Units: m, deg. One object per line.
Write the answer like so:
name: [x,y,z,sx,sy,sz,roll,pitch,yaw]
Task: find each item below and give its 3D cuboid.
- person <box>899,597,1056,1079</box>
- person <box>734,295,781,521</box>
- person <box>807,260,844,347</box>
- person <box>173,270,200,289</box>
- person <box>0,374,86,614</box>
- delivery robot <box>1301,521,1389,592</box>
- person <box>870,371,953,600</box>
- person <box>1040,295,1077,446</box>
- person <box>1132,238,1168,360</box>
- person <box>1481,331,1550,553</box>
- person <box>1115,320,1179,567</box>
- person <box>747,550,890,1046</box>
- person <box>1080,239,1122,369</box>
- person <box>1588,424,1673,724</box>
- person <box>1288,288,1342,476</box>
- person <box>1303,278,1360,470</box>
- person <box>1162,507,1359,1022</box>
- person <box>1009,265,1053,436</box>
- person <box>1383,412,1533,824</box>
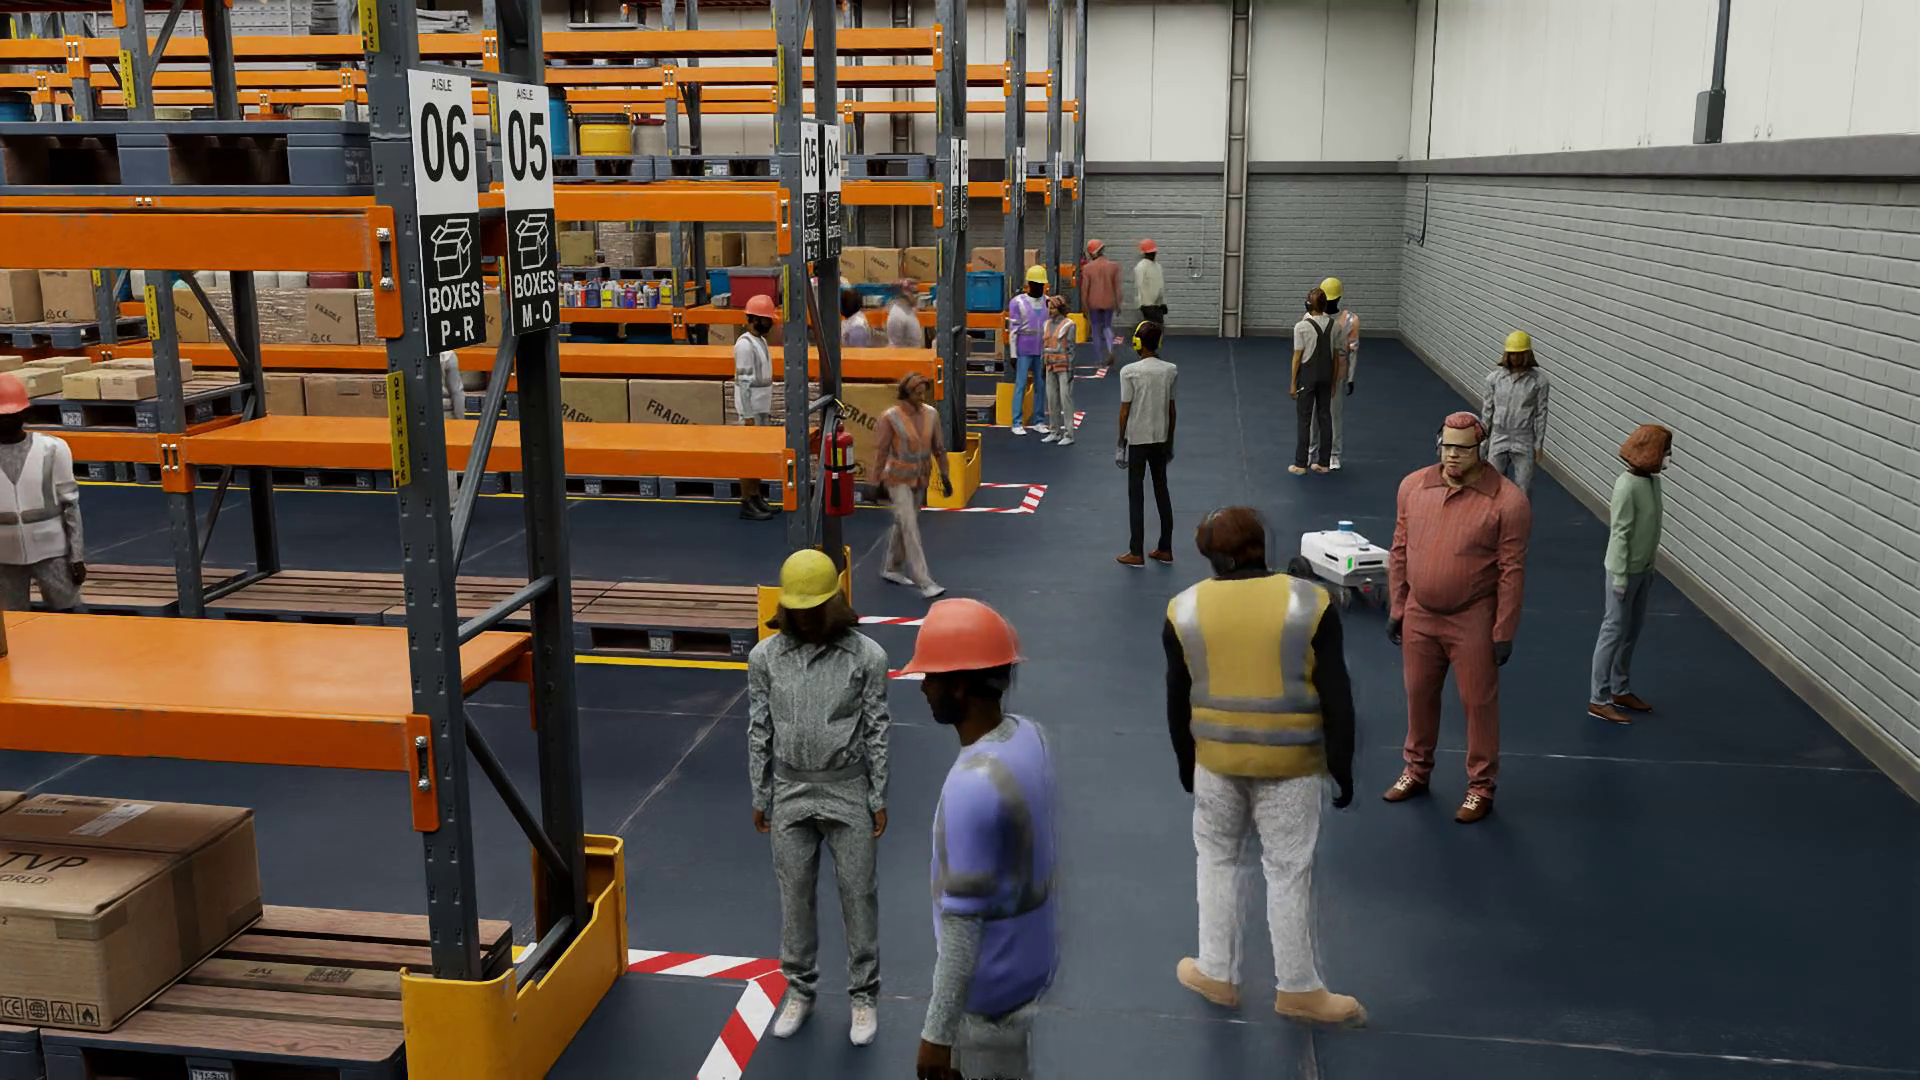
person: [0.024,1.093,4.282,0.590,1.929,0.589,2,13,10]
person: [-1.724,-1.133,14.263,0.391,1.923,0.557,3,13,11]
person: [-1.825,-2.811,22.016,0.629,1.843,0.429,-7,15,-30]
person: [-9.312,-2.441,20.126,0.352,1.937,0.635,-4,13,-18]
person: [-4.944,0.081,8.777,0.574,1.928,0.424,-5,14,-23]
delivery robot: [2.665,0.112,11.535,0.477,0.478,0.707,-4,13,-17]
person: [-0.320,-0.389,11.643,0.581,1.591,0.875,-11,17,-42]
person: [1.082,-1.856,18.188,0.314,1.630,0.528,-10,16,-38]
person: [2.913,-3.607,25.345,0.638,1.956,0.641,10,16,37]
person: [4.313,-0.762,12.991,0.492,1.742,0.320,5,14,23]
person: [1.418,-0.728,12.588,0.498,1.860,0.338,-6,14,-25]
person: [-0.481,0.872,5.647,0.490,1.731,0.325,1,13,6]
person: [2.116,-3.569,25.173,0.648,1.955,0.436,-3,13,-12]
person: [3.656,0.175,9.037,0.276,1.628,0.503,11,17,41]
person: [3.478,-1.547,16.327,0.503,1.839,0.344,-4,13,-16]
person: [3.673,-1.659,16.637,0.585,1.920,0.374,6,14,24]
person: [1.100,0.790,5.874,0.763,1.811,0.433,5,13,21]
person: [0.837,-2.144,18.838,0.594,1.917,0.397,-6,14,-26]
person: [2.253,0.351,7.634,0.637,1.900,0.396,12,17,42]
